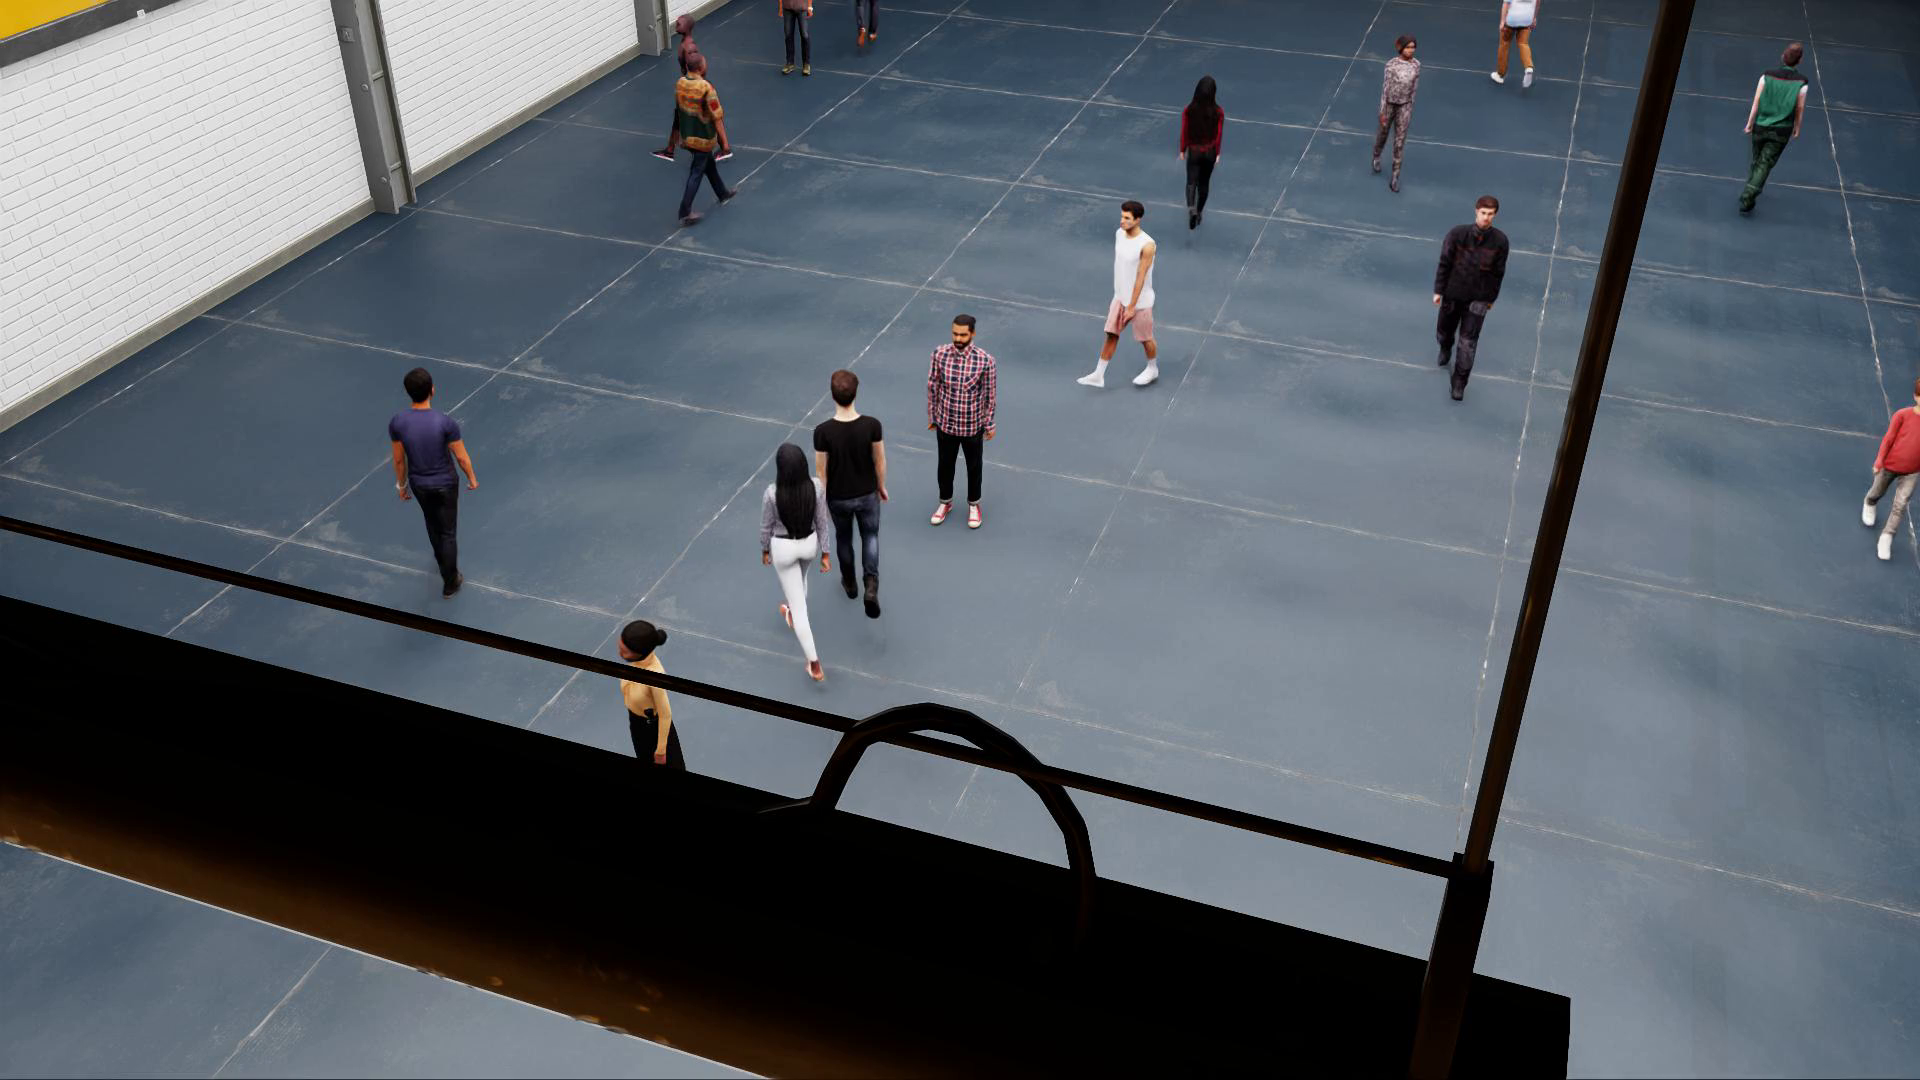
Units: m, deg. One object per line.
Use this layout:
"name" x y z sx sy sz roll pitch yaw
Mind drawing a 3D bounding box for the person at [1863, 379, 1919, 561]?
"person" 7.142 -0.612 12.644 0.517 1.396 0.908 11 35 16

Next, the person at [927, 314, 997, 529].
"person" 0.010 -0.933 12.798 0.717 1.760 0.623 7 34 11

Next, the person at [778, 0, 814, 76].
"person" -2.171 -7.082 22.033 0.655 1.779 0.595 6 34 8

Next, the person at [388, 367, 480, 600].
"person" -3.791 -0.354 11.916 0.846 1.773 0.926 -2 34 -2

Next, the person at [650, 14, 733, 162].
"person" -2.989 -5.185 19.237 1.183 1.714 1.167 -12 35 -17

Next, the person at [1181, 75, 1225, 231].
"person" 2.550 -4.044 17.589 0.709 1.639 0.965 5 34 7

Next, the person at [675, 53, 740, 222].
"person" -2.847 -4.265 17.816 0.958 1.755 1.286 24 41 32

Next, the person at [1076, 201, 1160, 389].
"person" 1.603 -2.142 14.634 1.167 1.742 1.030 -22 39 -29

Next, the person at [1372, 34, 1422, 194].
"person" 4.886 -4.860 18.786 0.797 1.672 1.196 2 34 2

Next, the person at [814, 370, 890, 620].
"person" -0.737 -0.280 11.706 0.971 1.882 1.158 -5 34 -7

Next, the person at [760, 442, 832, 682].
"person" -1.085 0.166 11.222 1.133 1.676 1.199 -14 36 -20

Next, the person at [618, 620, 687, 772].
"person" -1.803 1.141 9.774 0.709 1.654 0.666 -19 38 -26

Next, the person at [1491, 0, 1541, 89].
"person" 7.267 -6.749 21.506 0.983 1.807 1.136 -6 34 -8

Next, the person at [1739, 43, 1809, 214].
"person" 8.782 -4.426 18.025 0.902 1.792 1.228 23 40 31

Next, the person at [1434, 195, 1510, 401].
"person" 4.447 -2.182 14.628 0.723 1.816 1.022 10 35 14
